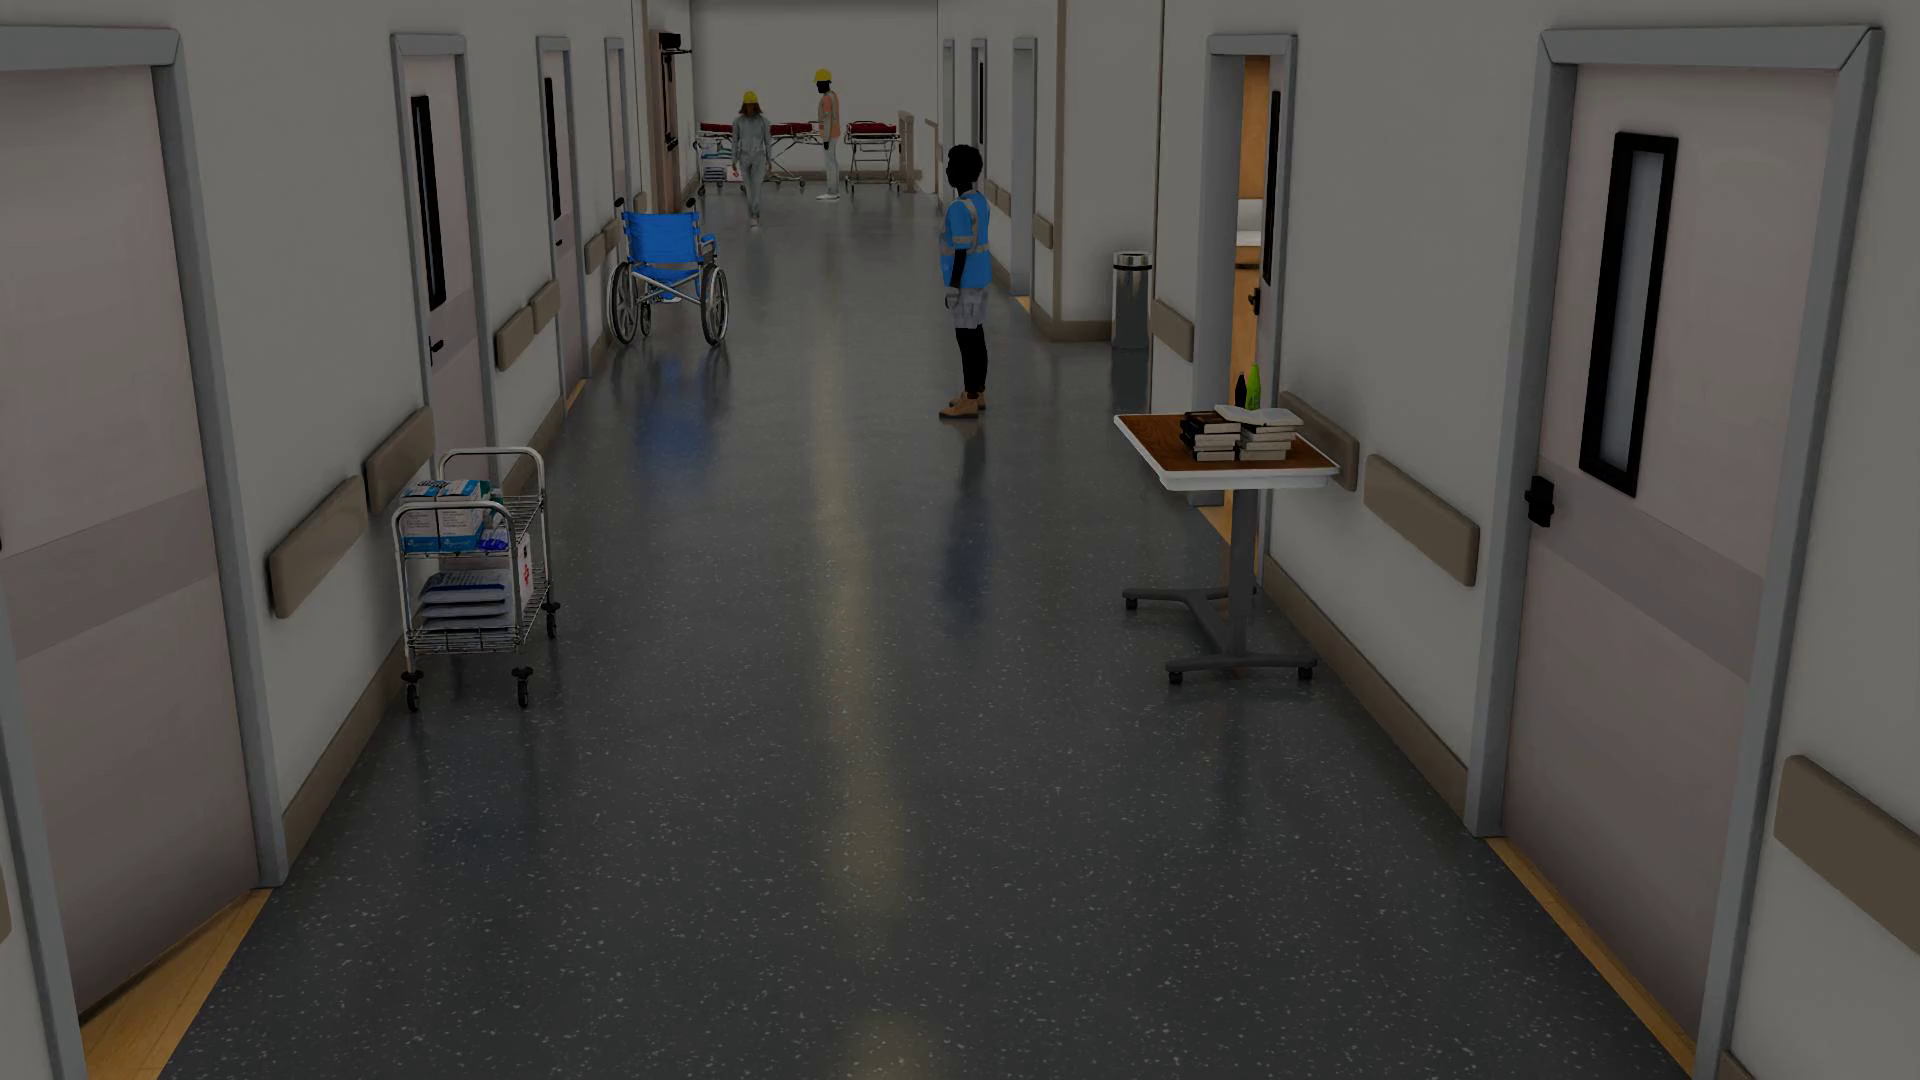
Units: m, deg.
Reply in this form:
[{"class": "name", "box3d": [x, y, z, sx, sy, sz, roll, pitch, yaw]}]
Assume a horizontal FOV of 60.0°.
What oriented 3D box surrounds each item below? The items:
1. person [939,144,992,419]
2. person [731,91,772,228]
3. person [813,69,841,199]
[{"class": "person", "box3d": [0.032, -1.609, 10.419, 0.319, 1.696, 0.532, 4, 17, 14]}, {"class": "person", "box3d": [-2.693, -4.929, 21.513, 0.502, 1.702, 0.889, 1, 17, 2]}, {"class": "person", "box3d": [-2.005, -6.108, 25.079, 0.393, 1.918, 0.585, 1, 17, 3]}]
